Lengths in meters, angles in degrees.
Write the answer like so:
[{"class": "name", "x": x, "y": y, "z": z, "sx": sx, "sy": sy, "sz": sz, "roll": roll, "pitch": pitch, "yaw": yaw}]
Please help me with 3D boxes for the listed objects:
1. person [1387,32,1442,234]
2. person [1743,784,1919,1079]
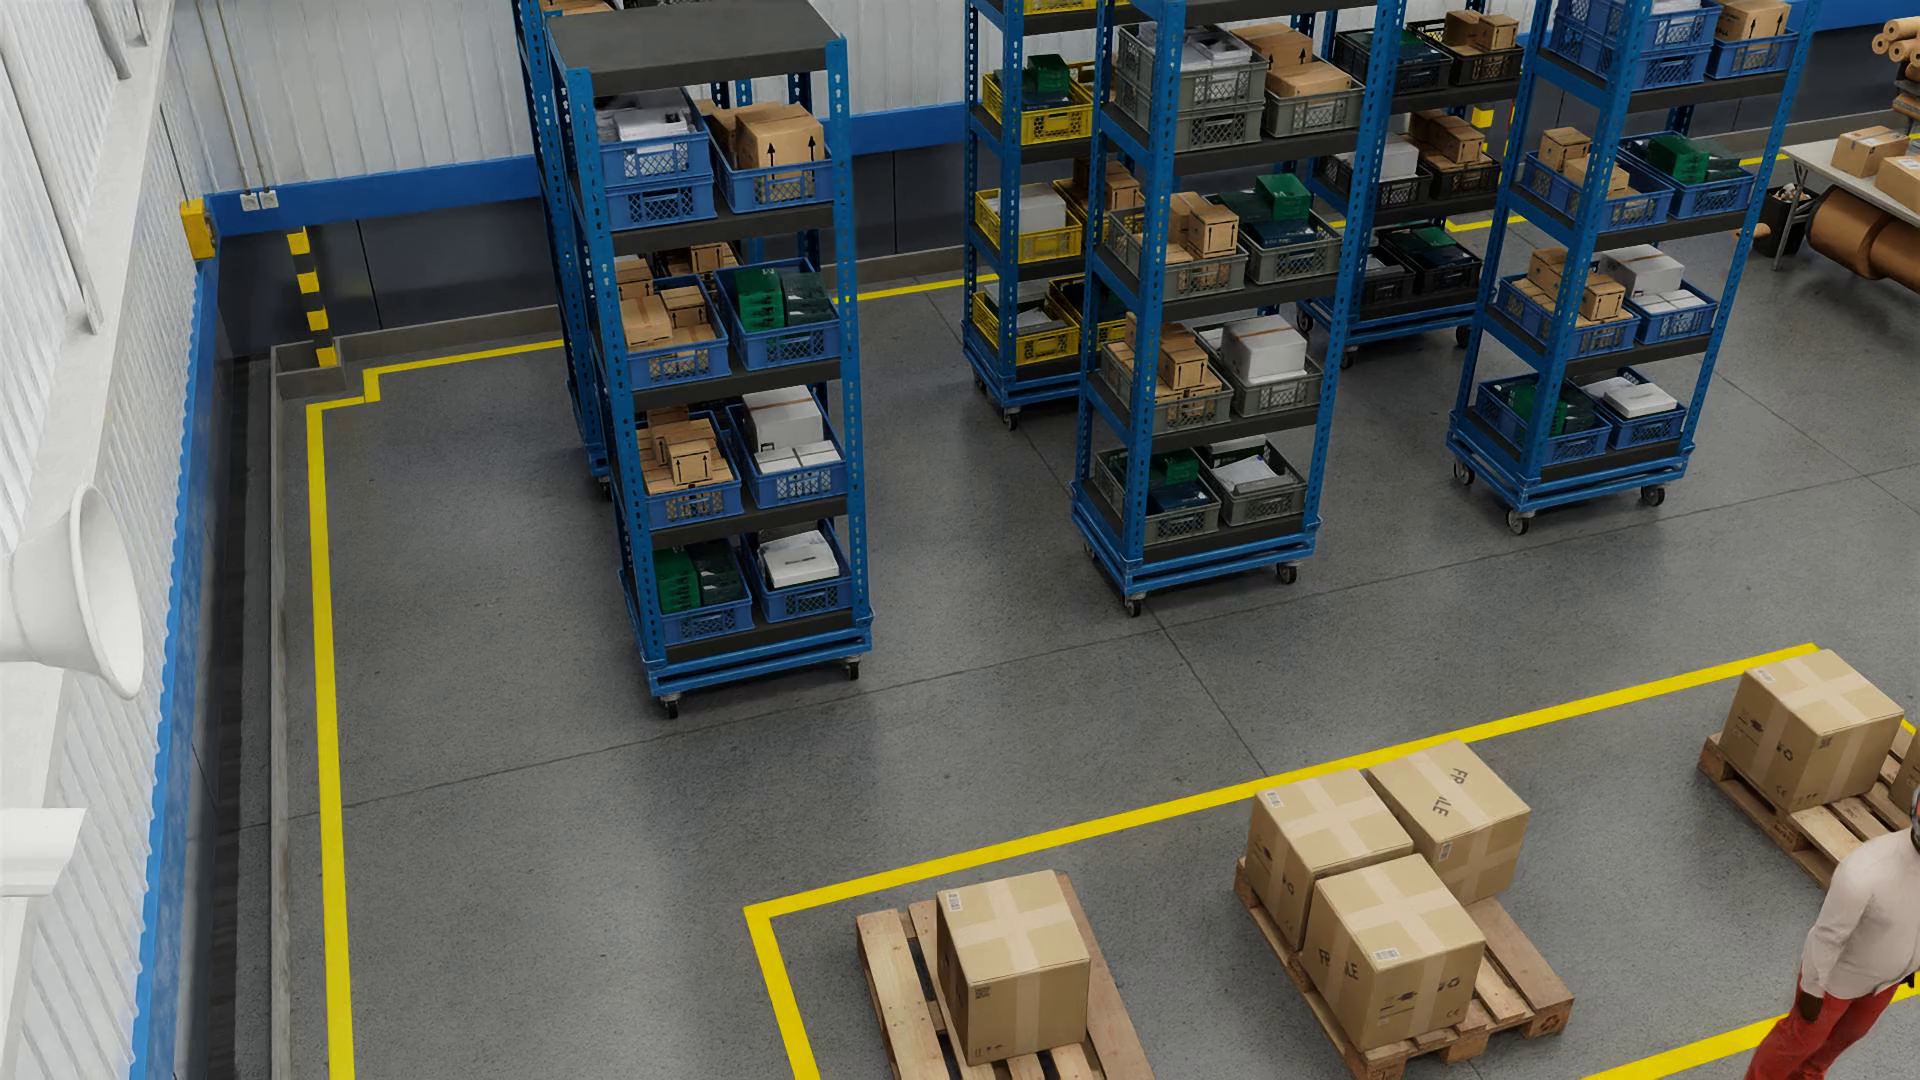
[{"class": "person", "x": 3.631, "y": -3.163, "z": 13.240, "sx": 0.326, "sy": 1.768, "sz": 0.524, "roll": 2, "pitch": 35, "yaw": 3}, {"class": "person", "x": 3.425, "y": 1.630, "z": 6.270, "sx": 0.605, "sy": 1.977, "sz": 0.431, "roll": -11, "pitch": 37, "yaw": -15}]
